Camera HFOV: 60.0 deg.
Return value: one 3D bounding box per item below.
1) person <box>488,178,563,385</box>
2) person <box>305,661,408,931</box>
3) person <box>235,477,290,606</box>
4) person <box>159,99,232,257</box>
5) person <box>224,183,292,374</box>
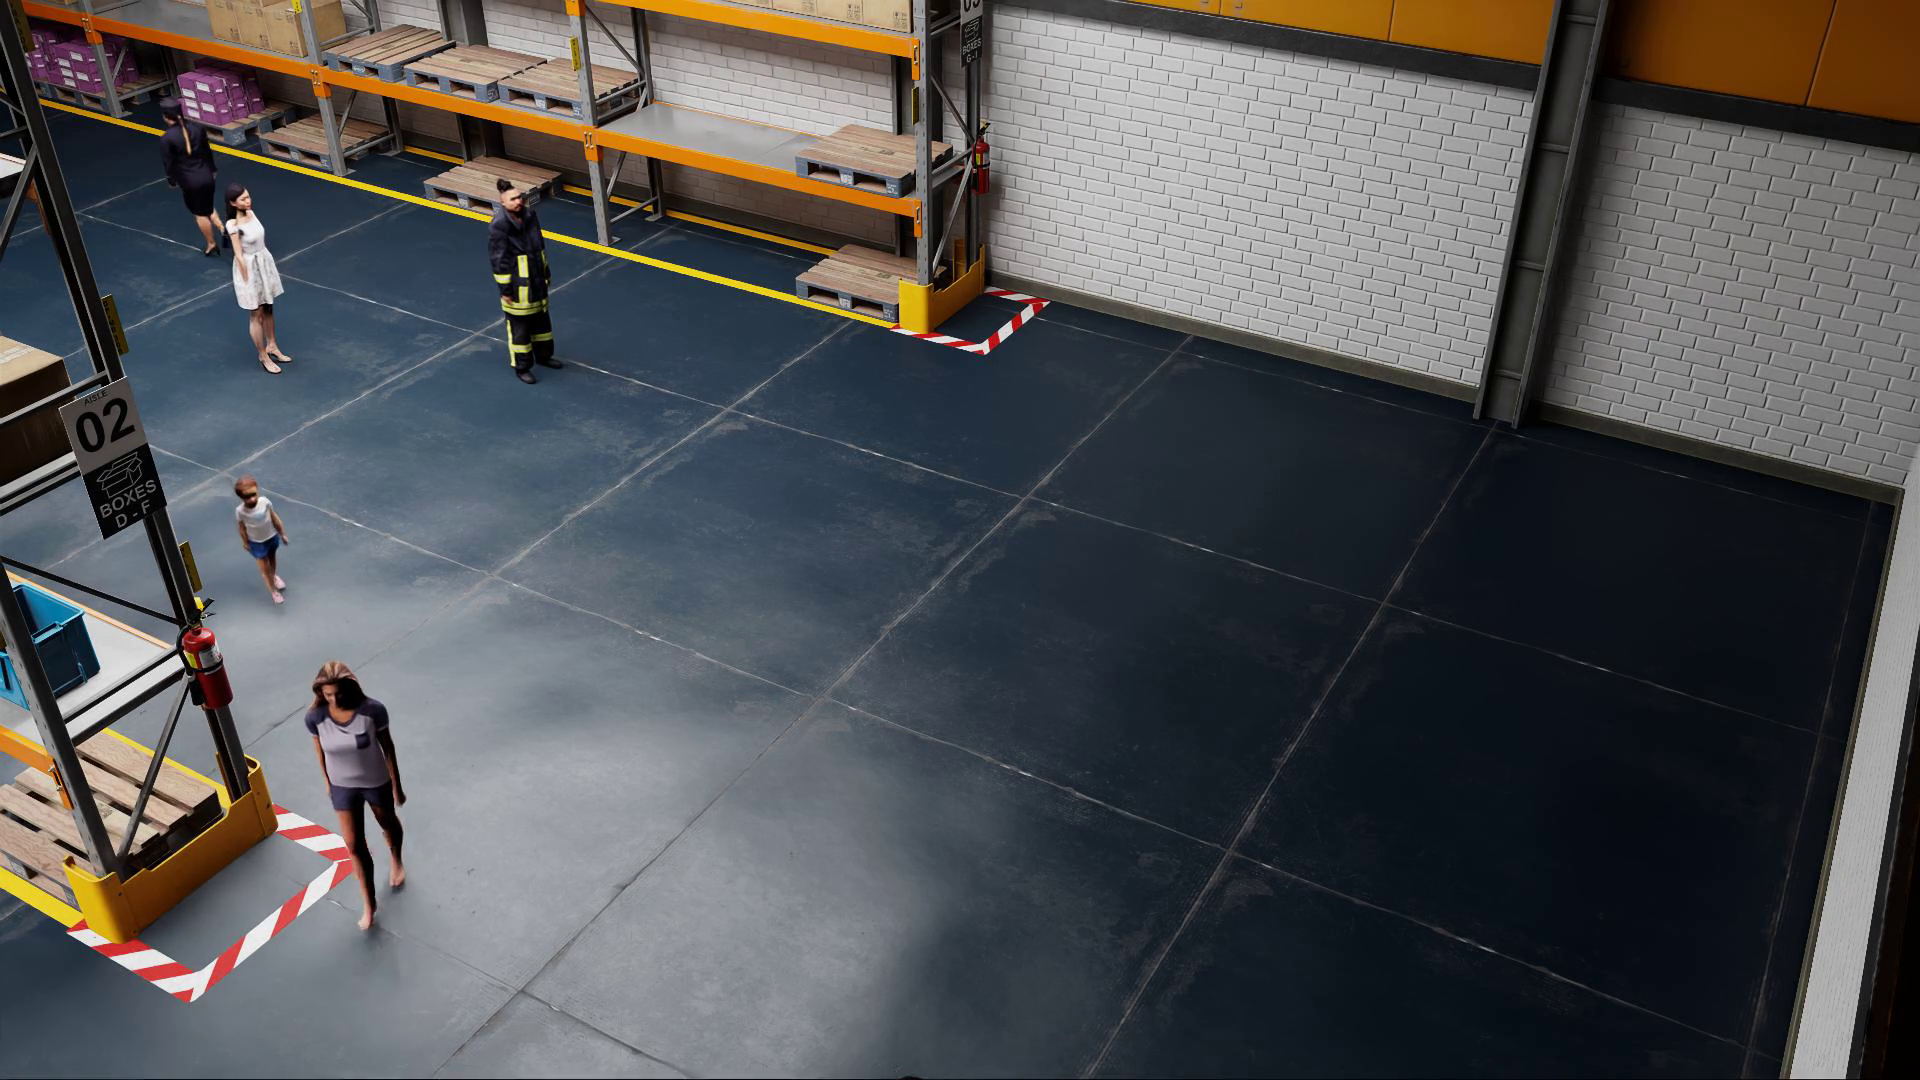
[{"bbox_3d":[-3.924,-2.354,14.918,0.689,1.860,0.755,21,39,28],"label":"person"},{"bbox_3d":[-3.409,1.321,9.528,0.910,1.707,0.948,-5,34,-8],"label":"person"},{"bbox_3d":[-5.141,-0.047,12.225,0.559,0.999,0.721,-26,42,-34],"label":"person"},{"bbox_3d":[-7.824,-3.674,17.082,0.675,1.663,0.684,18,37,24],"label":"person"},{"bbox_3d":[-6.358,-2.373,15.024,0.764,1.774,0.747,4,34,6],"label":"person"}]
